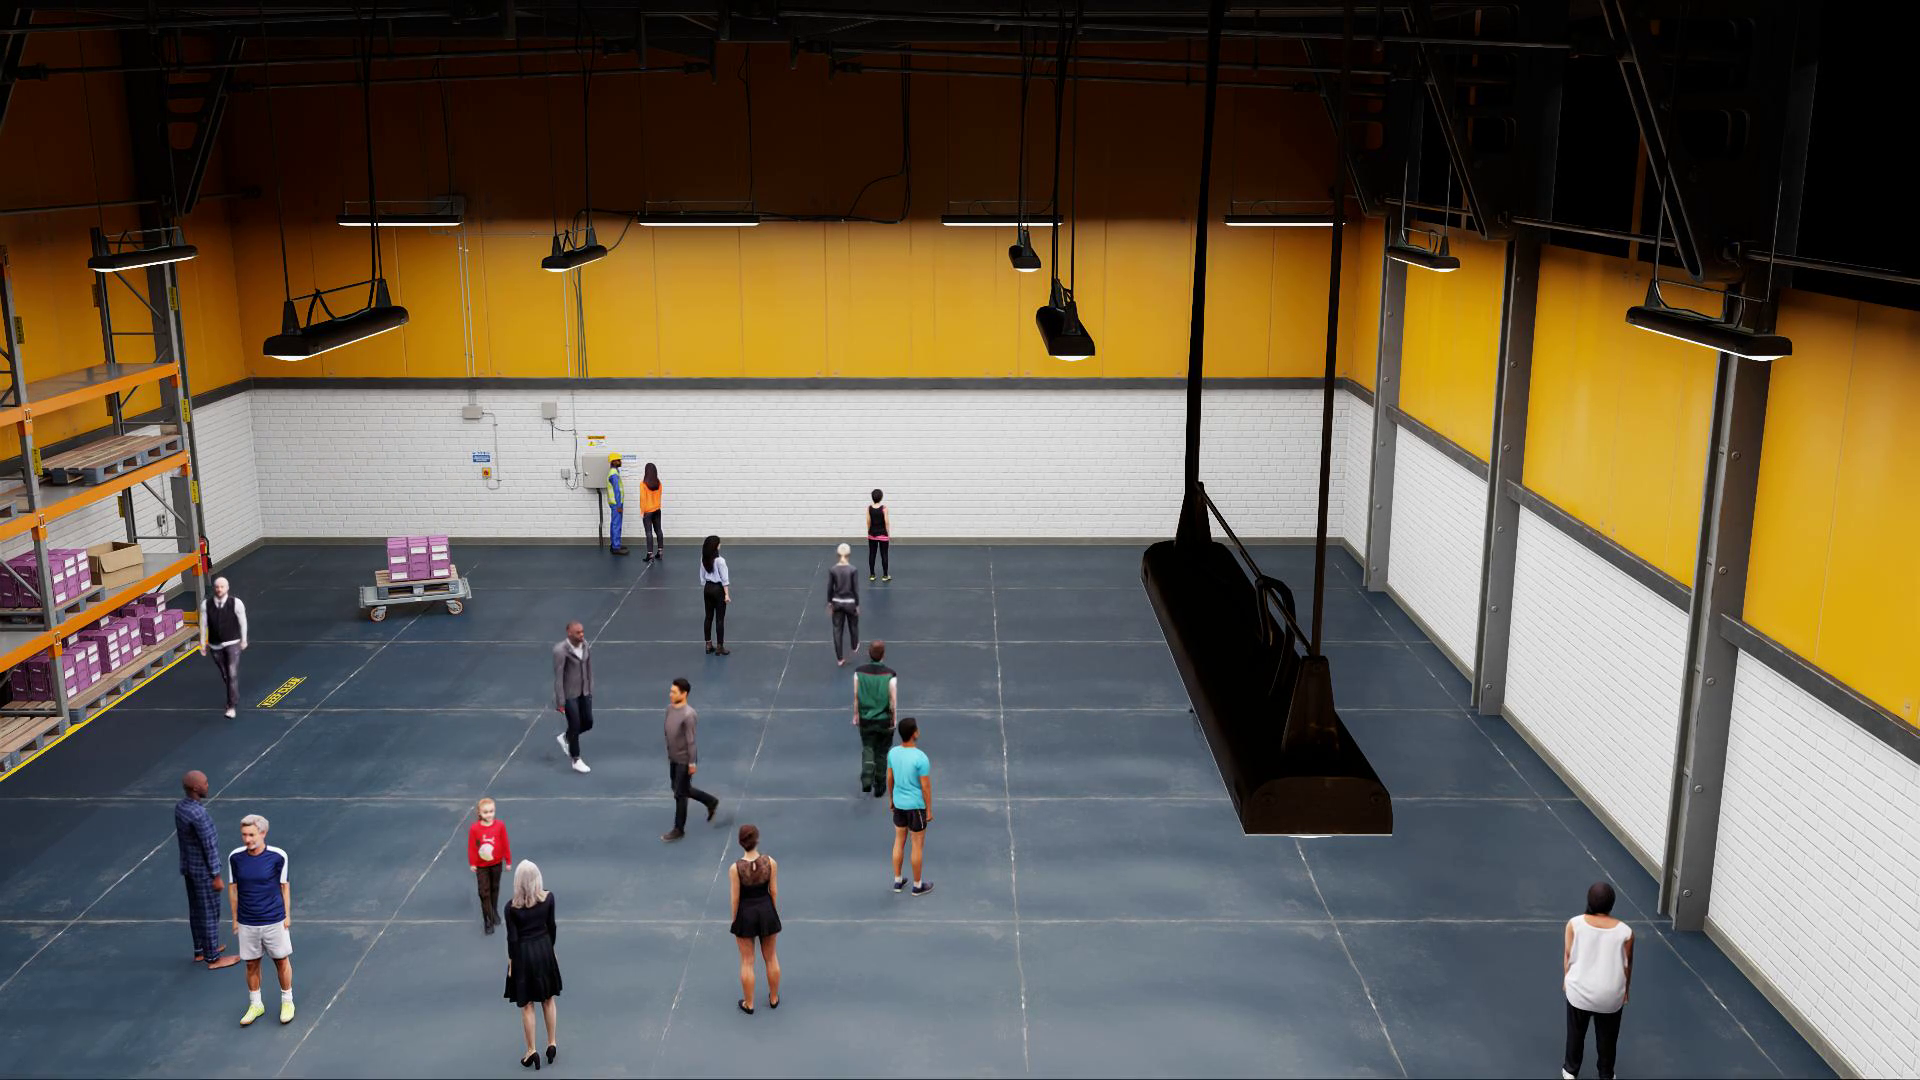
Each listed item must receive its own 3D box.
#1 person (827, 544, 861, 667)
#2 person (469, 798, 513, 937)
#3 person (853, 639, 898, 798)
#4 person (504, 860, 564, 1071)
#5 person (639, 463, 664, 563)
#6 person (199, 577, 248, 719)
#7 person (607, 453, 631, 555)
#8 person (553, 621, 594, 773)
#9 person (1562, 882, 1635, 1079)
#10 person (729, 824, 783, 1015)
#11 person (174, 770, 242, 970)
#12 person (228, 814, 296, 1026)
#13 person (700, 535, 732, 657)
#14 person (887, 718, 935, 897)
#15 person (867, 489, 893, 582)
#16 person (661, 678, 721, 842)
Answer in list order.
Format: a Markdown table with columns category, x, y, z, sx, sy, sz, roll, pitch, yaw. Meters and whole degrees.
| category | x | y | z | sx | sy | sz | roll | pitch | yaw |
| --- | --- | --- | --- | --- | --- | --- | --- | --- | --- |
| person | -1.638 | 0.929 | 23.291 | 0.703 | 1.689 | 1.060 | 1 | 14 | 6 |
| person | -4.429 | 3.012 | 15.597 | 0.722 | 1.261 | 0.877 | -7 | 15 | -25 |
| person | -0.956 | 2.013 | 18.511 | 0.731 | 1.831 | 0.798 | 3 | 14 | 12 |
| person | -3.384 | 3.347 | 13.179 | 0.698 | 1.747 | 0.740 | -10 | 17 | -36 |
| person | -5.388 | -0.499 | 29.059 | 0.770 | 1.748 | 0.687 | 11 | 17 | 37 |
| person | -9.416 | 1.357 | 21.338 | 0.816 | 1.775 | 1.265 | -2 | 14 | -8 |
| person | -6.120 | -0.670 | 29.629 | 0.782 | 1.812 | 0.593 | -3 | 14 | -14 |
| person | -4.577 | 1.804 | 19.441 | 1.036 | 1.799 | 0.991 | 9 | 16 | 34 |
| person | 4.928 | 3.444 | 12.907 | 0.752 | 1.687 | 0.761 | 7 | 15 | 25 |
| person | -1.729 | 3.179 | 14.023 | 0.654 | 1.677 | 0.670 | -5 | 14 | -20 |
| person | -6.754 | 2.916 | 14.803 | 0.762 | 1.820 | 0.813 | 12 | 18 | 41 |
| person | -5.817 | 3.135 | 13.859 | 0.661 | 1.839 | 0.597 | -2 | 14 | -7 |
| person | -3.514 | 0.778 | 23.797 | 0.737 | 1.743 | 0.751 | 9 | 16 | 33 |
| person | -0.500 | 2.594 | 16.232 | 0.689 | 1.774 | 0.683 | 8 | 16 | 30 |
| person | -1.371 | -0.098 | 27.821 | 0.605 | 1.552 | 0.605 | 5 | 14 | 18 |
| person | -2.850 | 2.286 | 17.541 | 1.044 | 1.757 | 1.023 | 3 | 14 | 11 |
